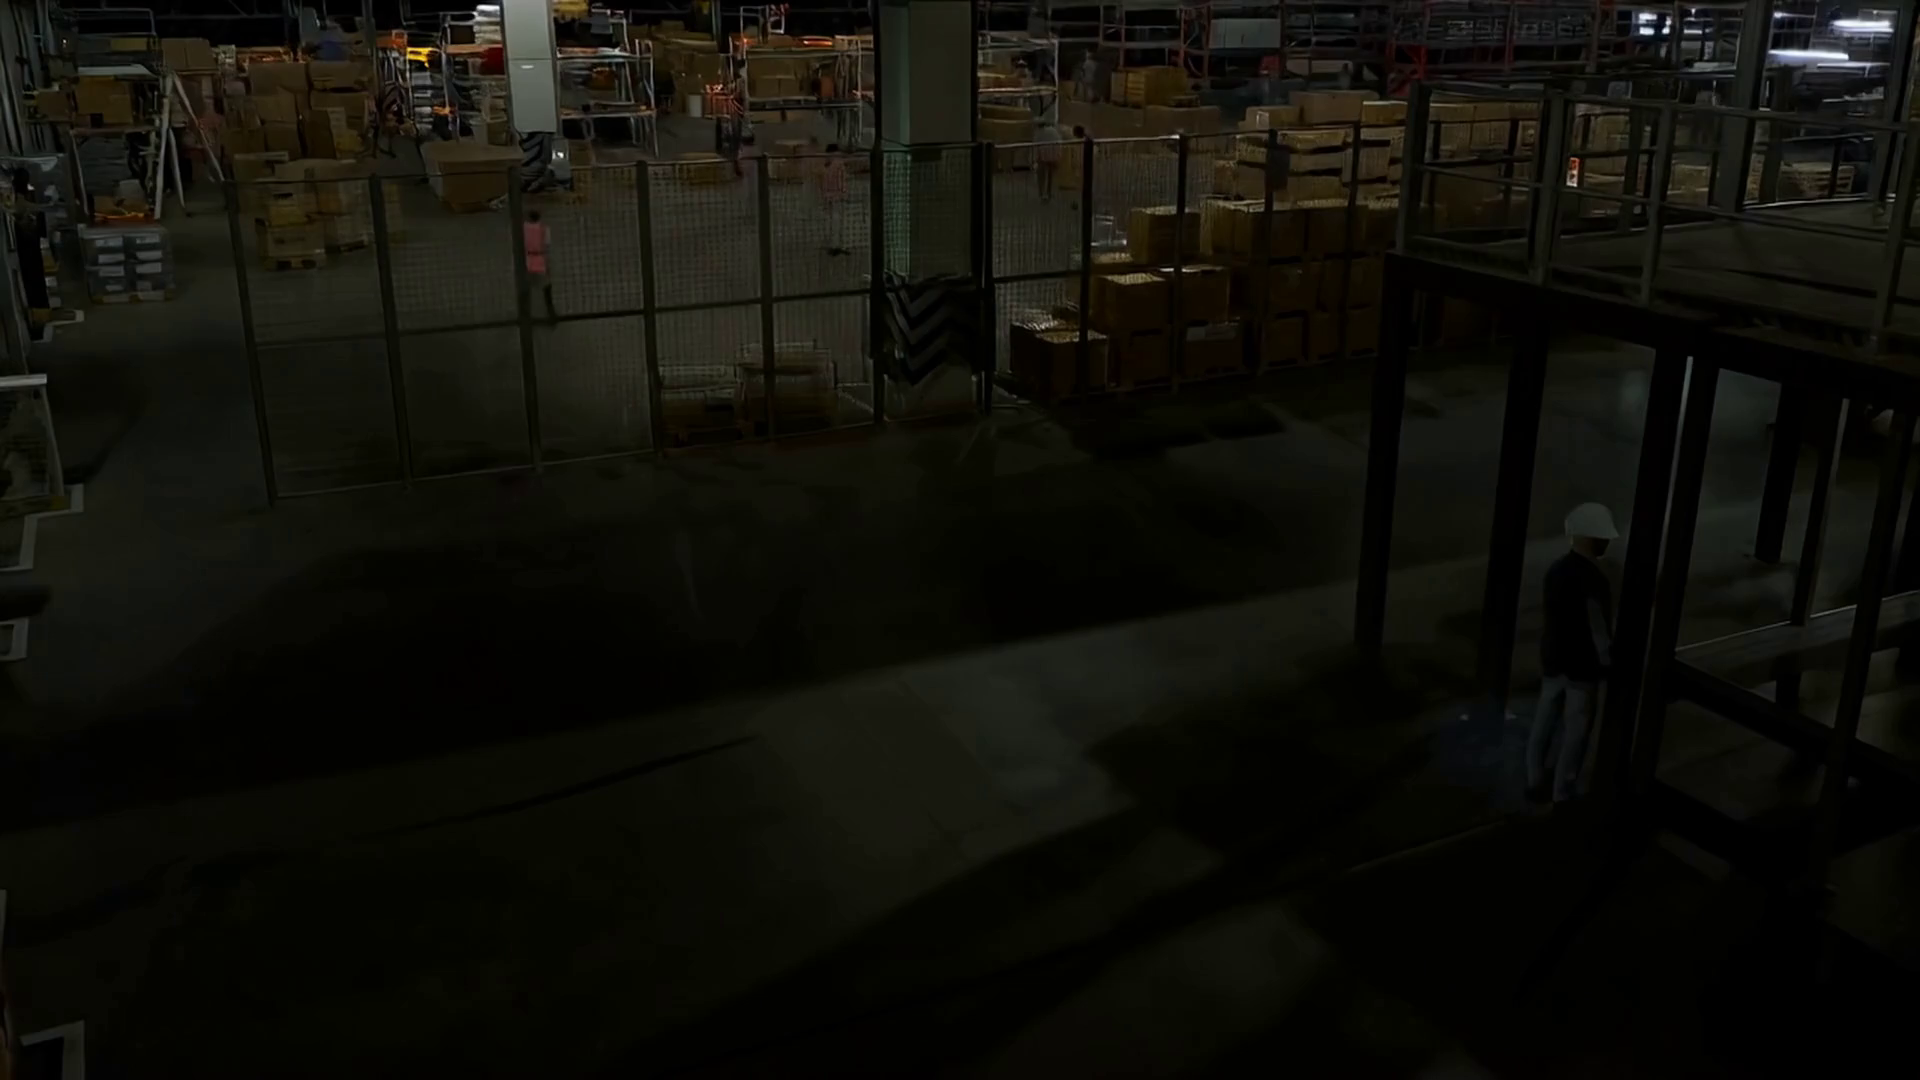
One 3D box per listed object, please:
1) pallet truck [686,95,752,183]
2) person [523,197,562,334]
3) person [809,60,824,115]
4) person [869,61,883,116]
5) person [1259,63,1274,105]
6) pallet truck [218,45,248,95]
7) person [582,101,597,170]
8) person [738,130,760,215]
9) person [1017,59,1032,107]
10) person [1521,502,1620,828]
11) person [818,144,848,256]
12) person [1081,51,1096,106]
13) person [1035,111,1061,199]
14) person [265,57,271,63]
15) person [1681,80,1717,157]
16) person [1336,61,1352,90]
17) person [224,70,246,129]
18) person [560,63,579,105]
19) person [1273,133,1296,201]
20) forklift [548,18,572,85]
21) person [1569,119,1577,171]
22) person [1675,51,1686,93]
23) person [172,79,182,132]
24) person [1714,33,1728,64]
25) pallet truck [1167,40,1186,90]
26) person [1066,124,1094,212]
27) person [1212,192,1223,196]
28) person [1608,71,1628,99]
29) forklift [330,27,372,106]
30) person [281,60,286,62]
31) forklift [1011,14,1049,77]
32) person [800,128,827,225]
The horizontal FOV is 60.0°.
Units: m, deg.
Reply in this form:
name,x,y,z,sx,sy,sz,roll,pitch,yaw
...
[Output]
name,x,y,z,sx,sy,sz,roll,pitch,yaw
pallet truck,-5.836,-9.608,39.856,0.823,1.965,1.885,10,22,27
person,-5.975,-3.869,23.416,0.546,1.881,1.041,3,19,7
person,-4.995,-15.736,57.852,0.508,1.841,0.332,-3,19,-8
person,-2.836,-15.653,57.533,0.589,1.899,0.460,16,25,39
person,10.061,-14.716,54.785,0.702,1.911,0.566,17,26,41
pallet truck,-28.879,-18.665,66.111,0.823,1.965,1.885,-3,19,-9
person,-9.419,-10.286,42.270,0.321,1.699,0.536,-5,20,-15
person,-4.382,-7.654,34.589,0.492,1.730,0.515,-11,22,-29
person,2.243,-15.791,57.955,0.536,1.897,0.921,-2,19,-5
person,3.643,0.720,9.920,0.381,1.994,0.613,18,26,41
person,-2.246,-6.061,29.647,0.397,1.946,0.617,16,25,39
person,4.759,-17.080,61.578,0.642,1.950,0.469,-12,22,-32
person,1.947,-8.535,36.895,0.590,1.904,0.634,1,19,4
person,-24.630,-16.350,59.586,0.340,1.878,0.587,-11,22,-29
person,20.162,-11.508,45.297,0.709,2.000,0.915,-5,20,-15
person,13.853,-16.436,60.118,0.554,1.672,0.601,11,22,30
person,-22.215,-13.425,51.047,0.550,1.907,0.729,-7,20,-21
person,-13.312,-15.449,56.959,0.879,1.881,0.718,17,25,41
person,6.169,-6.725,31.583,1.025,1.938,0.638,12,22,30
forklift,-17.786,-21.034,71.642,1.873,2.768,1.129,-12,22,-31
person,13.921,-9.107,38.359,0.417,2.034,0.603,-3,19,-7
person,29.439,-19.072,67.785,0.803,1.669,0.526,-2,19,-4
person,-24.332,-13.460,51.578,0.517,1.632,0.311,5,20,13
person,36.415,-23.274,79.639,1.006,1.883,0.549,-5,20,-15
pallet truck,9.045,-19.971,69.895,0.823,1.965,1.885,-3,19,-8
person,2.526,-7.755,34.746,0.604,1.826,0.631,9,21,24
person,3.669,-4.004,23.740,0.459,1.920,0.643,-7,20,-19
person,20.794,-13.913,52.640,0.585,1.800,0.856,4,19,11
forklift,-22.696,-17.278,60.756,1.873,2.768,1.129,-9,21,-25
person,-22.848,-15.275,56.395,0.623,1.932,0.367,-6,20,-18
forklift,3.413,-22.911,77.084,1.873,2.768,1.129,-8,21,-22
person,-2.947,-7.311,33.352,0.595,1.903,0.806,-15,24,-36
